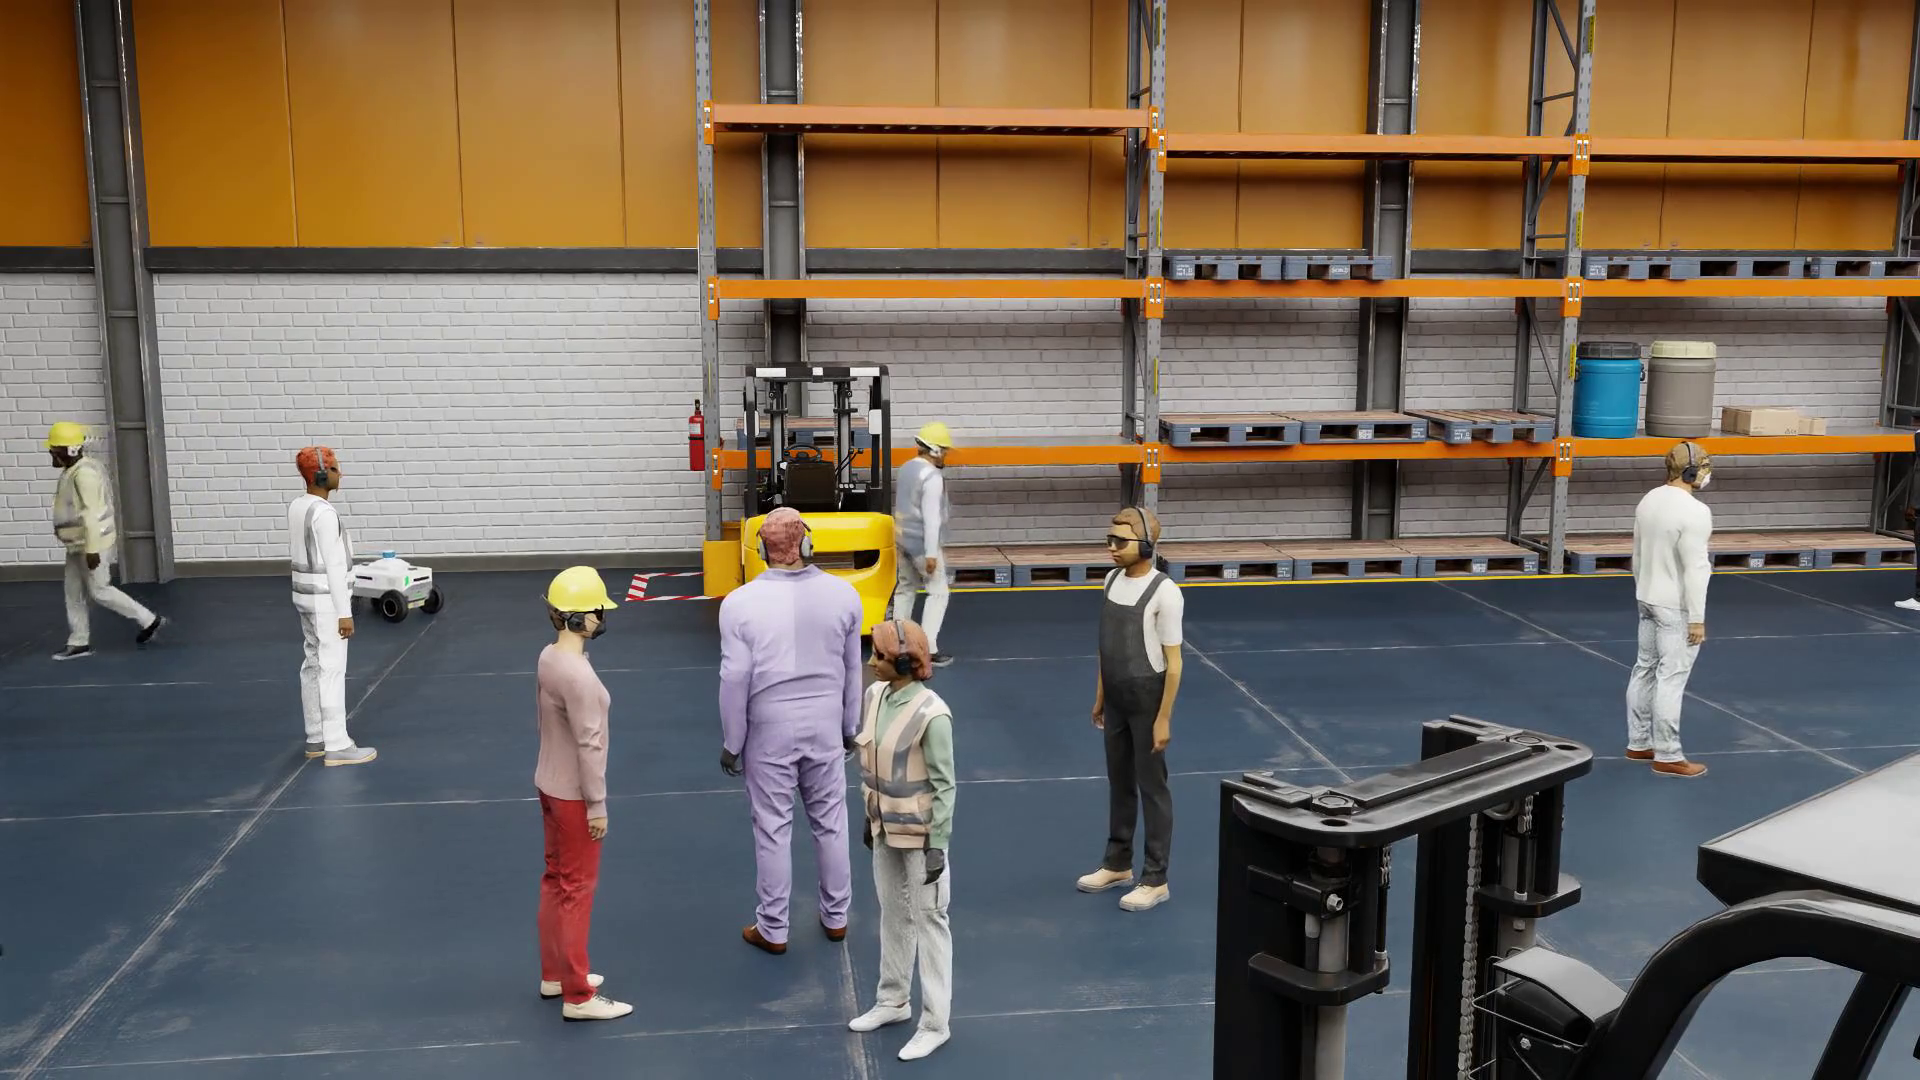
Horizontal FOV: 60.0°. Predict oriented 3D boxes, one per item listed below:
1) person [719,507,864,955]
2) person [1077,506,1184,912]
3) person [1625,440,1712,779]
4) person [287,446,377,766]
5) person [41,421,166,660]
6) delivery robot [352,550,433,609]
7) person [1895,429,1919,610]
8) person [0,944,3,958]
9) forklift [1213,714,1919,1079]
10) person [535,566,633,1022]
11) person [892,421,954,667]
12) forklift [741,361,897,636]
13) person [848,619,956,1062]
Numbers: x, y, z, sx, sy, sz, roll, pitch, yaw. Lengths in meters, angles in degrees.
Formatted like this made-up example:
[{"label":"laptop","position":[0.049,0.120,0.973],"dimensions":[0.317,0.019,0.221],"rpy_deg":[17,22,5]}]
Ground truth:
[{"label":"person","position":[-0.730,0.809,7.102],"dimensions":[0.643,1.905,0.400],"rpy_deg":[-4,10,-25]},{"label":"person","position":[0.793,0.759,7.592],"dimensions":[0.344,1.847,0.506],"rpy_deg":[-6,11,-34]},{"label":"person","position":[4.099,0.392,9.592],"dimensions":[0.371,1.939,0.629],"rpy_deg":[-1,9,-7]},{"label":"person","position":[-3.734,0.386,9.803],"dimensions":[0.355,1.885,0.575],"rpy_deg":[-8,12,-42]},{"label":"person","position":[-6.474,-0.009,12.521],"dimensions":[0.717,1.808,0.605],"rpy_deg":[-8,12,-42]},{"label":"delivery robot","position":[-4.799,0.329,13.998],"dimensions":[0.707,0.478,0.477],"rpy_deg":[4,10,26]},{"label":"person","position":[8.363,-0.343,14.247],"dimensions":[0.600,1.915,0.377],"rpy_deg":[-4,10,-22]},{"label":"person","position":[-4.179,0.946,6.261],"dimensions":[0.574,1.891,0.949],"rpy_deg":[4,10,22]},{"label":"forklift","position":[1.441,1.425,2.350],"dimensions":[1.214,2.155,2.313],"rpy_deg":[-7,12,-39]},{"label":"person","position":[-1.481,0.975,6.488],"dimensions":[0.329,1.767,0.528],"rpy_deg":[-5,10,-29]},{"label":"person","position":[-0.265,0.024,12.316],"dimensions":[0.457,1.805,0.619],"rpy_deg":[-5,10,-29]},{"label":"forklift","position":[-1.154,-0.340,13.365],"dimensions":[1.214,2.155,2.313],"rpy_deg":[-1,9,-7]},{"label":"person","position":[-0.197,1.093,6.157],"dimensions":[0.315,1.636,0.514],"rpy_deg":[-7,11,-35]}]
